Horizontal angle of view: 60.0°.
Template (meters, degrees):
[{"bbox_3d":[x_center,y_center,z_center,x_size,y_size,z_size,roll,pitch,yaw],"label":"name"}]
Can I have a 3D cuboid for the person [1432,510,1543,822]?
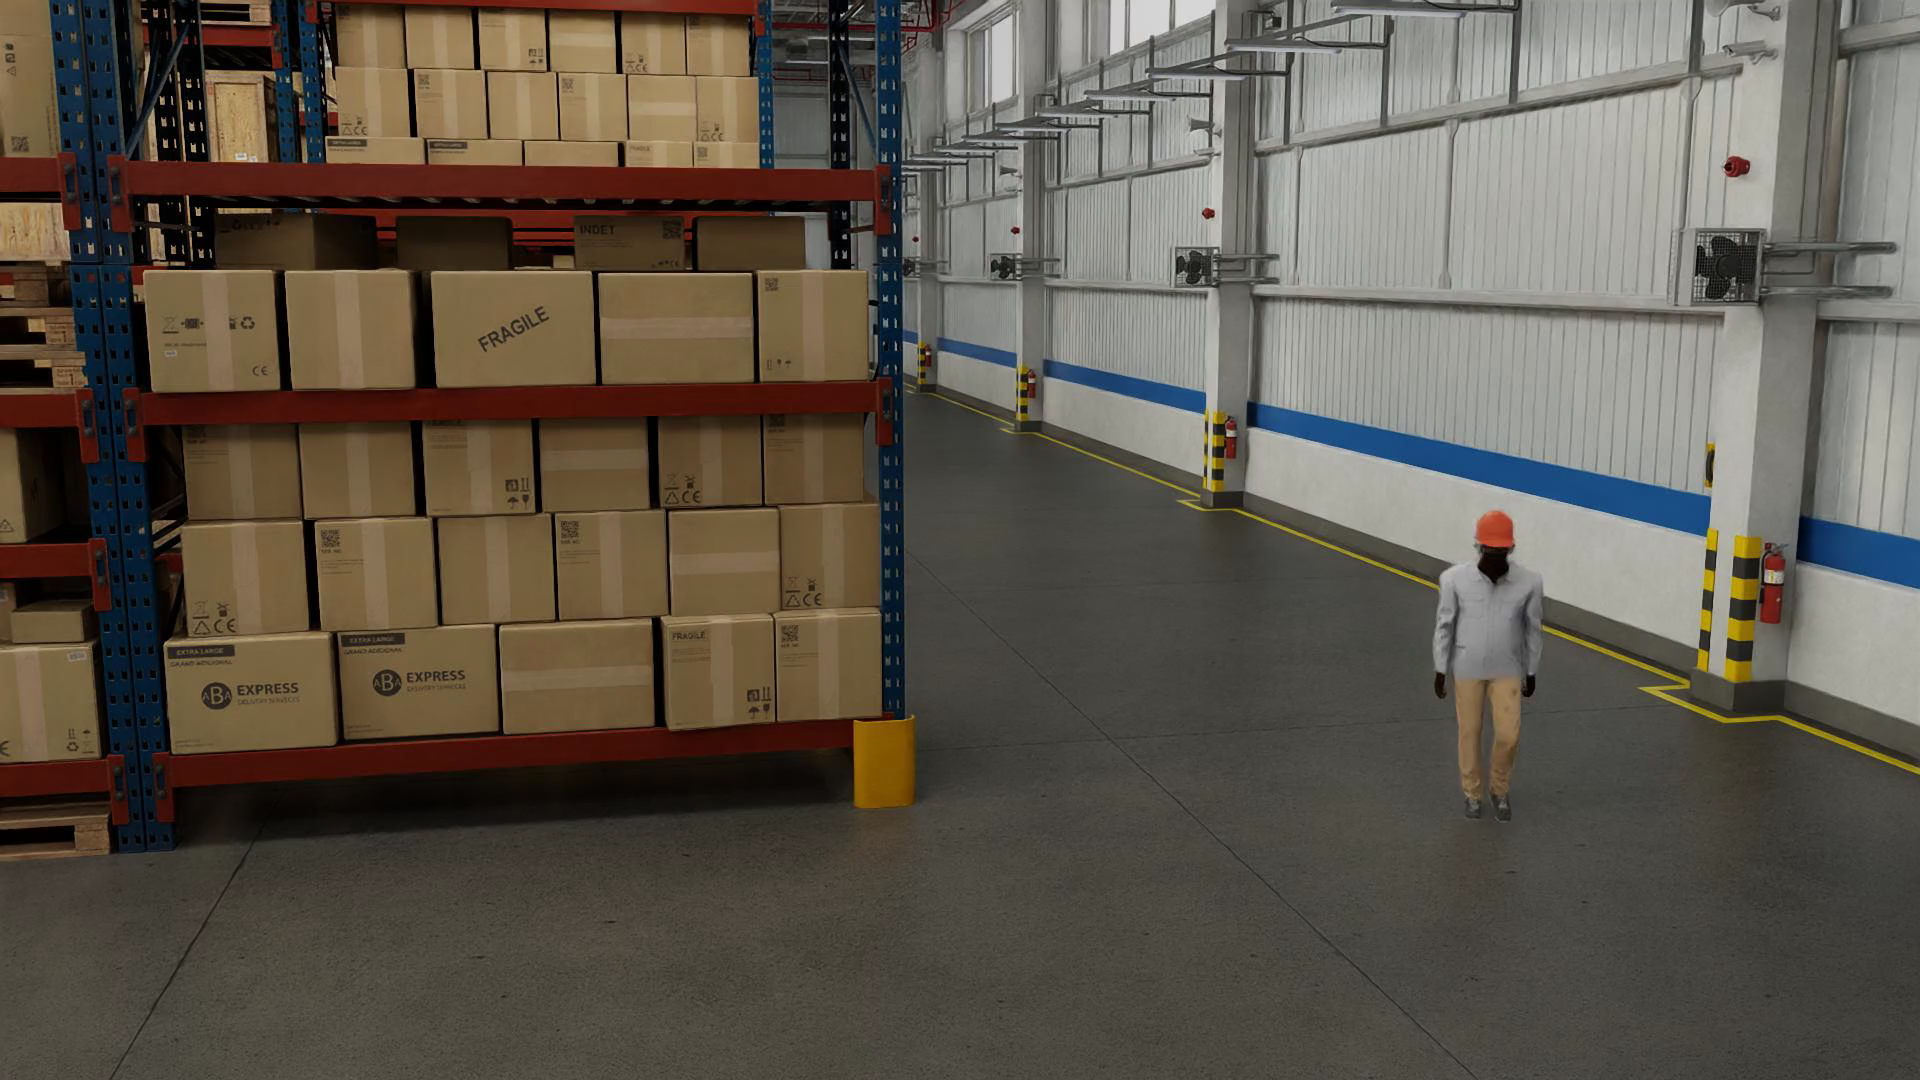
[{"bbox_3d":[2.866,0.690,9.062,0.582,1.731,0.440,2,10,14],"label":"person"}]
